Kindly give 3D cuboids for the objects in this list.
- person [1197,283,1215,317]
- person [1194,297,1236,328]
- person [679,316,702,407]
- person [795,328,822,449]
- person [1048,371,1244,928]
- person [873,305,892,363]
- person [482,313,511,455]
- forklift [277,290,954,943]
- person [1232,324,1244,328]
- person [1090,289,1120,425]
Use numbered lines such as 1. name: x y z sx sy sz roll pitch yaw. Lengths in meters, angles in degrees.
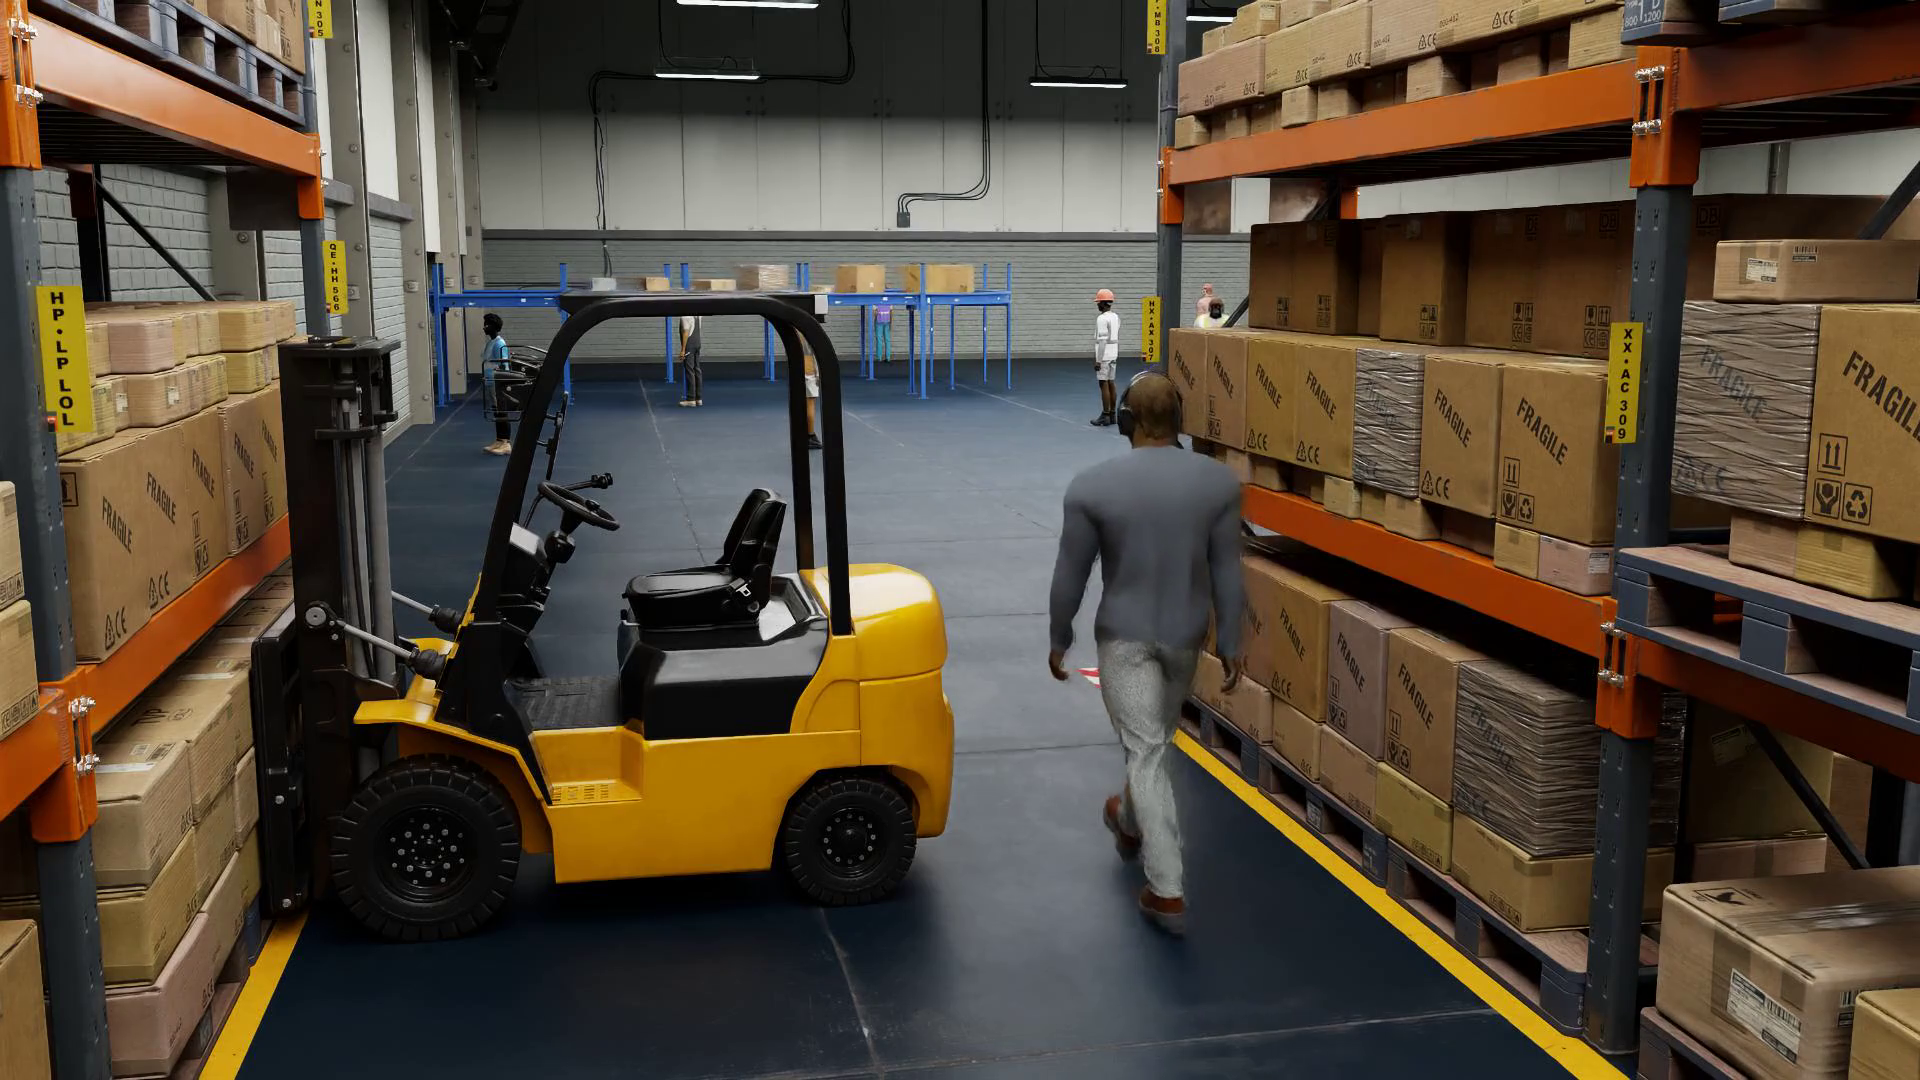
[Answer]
1. person: 5.118 -4.363 34.536 0.641 1.913 0.408 -7 12 -37
2. person: 3.629 -2.562 23.817 0.658 1.821 0.633 2 10 13
3. person: -4.387 -3.091 27.004 0.345 1.840 0.504 4 10 21
4. person: -1.924 -2.113 20.744 0.545 1.938 0.360 7 12 37
5. person: 0.646 0.342 5.945 0.655 1.880 1.039 -2 10 -12
6. person: -1.850 -5.146 39.505 0.565 1.846 0.390 -6 11 -33
7. person: -5.607 -1.885 20.082 0.315 1.696 0.541 -5 11 -30
8. forklift: -1.179 0.175 6.143 2.313 2.155 1.214 -2 10 -12
9. person: 3.214 -1.655 18.980 0.803 1.589 0.514 3 10 16
10. person: 2.067 -2.620 23.831 0.360 1.935 0.552 5 11 29
